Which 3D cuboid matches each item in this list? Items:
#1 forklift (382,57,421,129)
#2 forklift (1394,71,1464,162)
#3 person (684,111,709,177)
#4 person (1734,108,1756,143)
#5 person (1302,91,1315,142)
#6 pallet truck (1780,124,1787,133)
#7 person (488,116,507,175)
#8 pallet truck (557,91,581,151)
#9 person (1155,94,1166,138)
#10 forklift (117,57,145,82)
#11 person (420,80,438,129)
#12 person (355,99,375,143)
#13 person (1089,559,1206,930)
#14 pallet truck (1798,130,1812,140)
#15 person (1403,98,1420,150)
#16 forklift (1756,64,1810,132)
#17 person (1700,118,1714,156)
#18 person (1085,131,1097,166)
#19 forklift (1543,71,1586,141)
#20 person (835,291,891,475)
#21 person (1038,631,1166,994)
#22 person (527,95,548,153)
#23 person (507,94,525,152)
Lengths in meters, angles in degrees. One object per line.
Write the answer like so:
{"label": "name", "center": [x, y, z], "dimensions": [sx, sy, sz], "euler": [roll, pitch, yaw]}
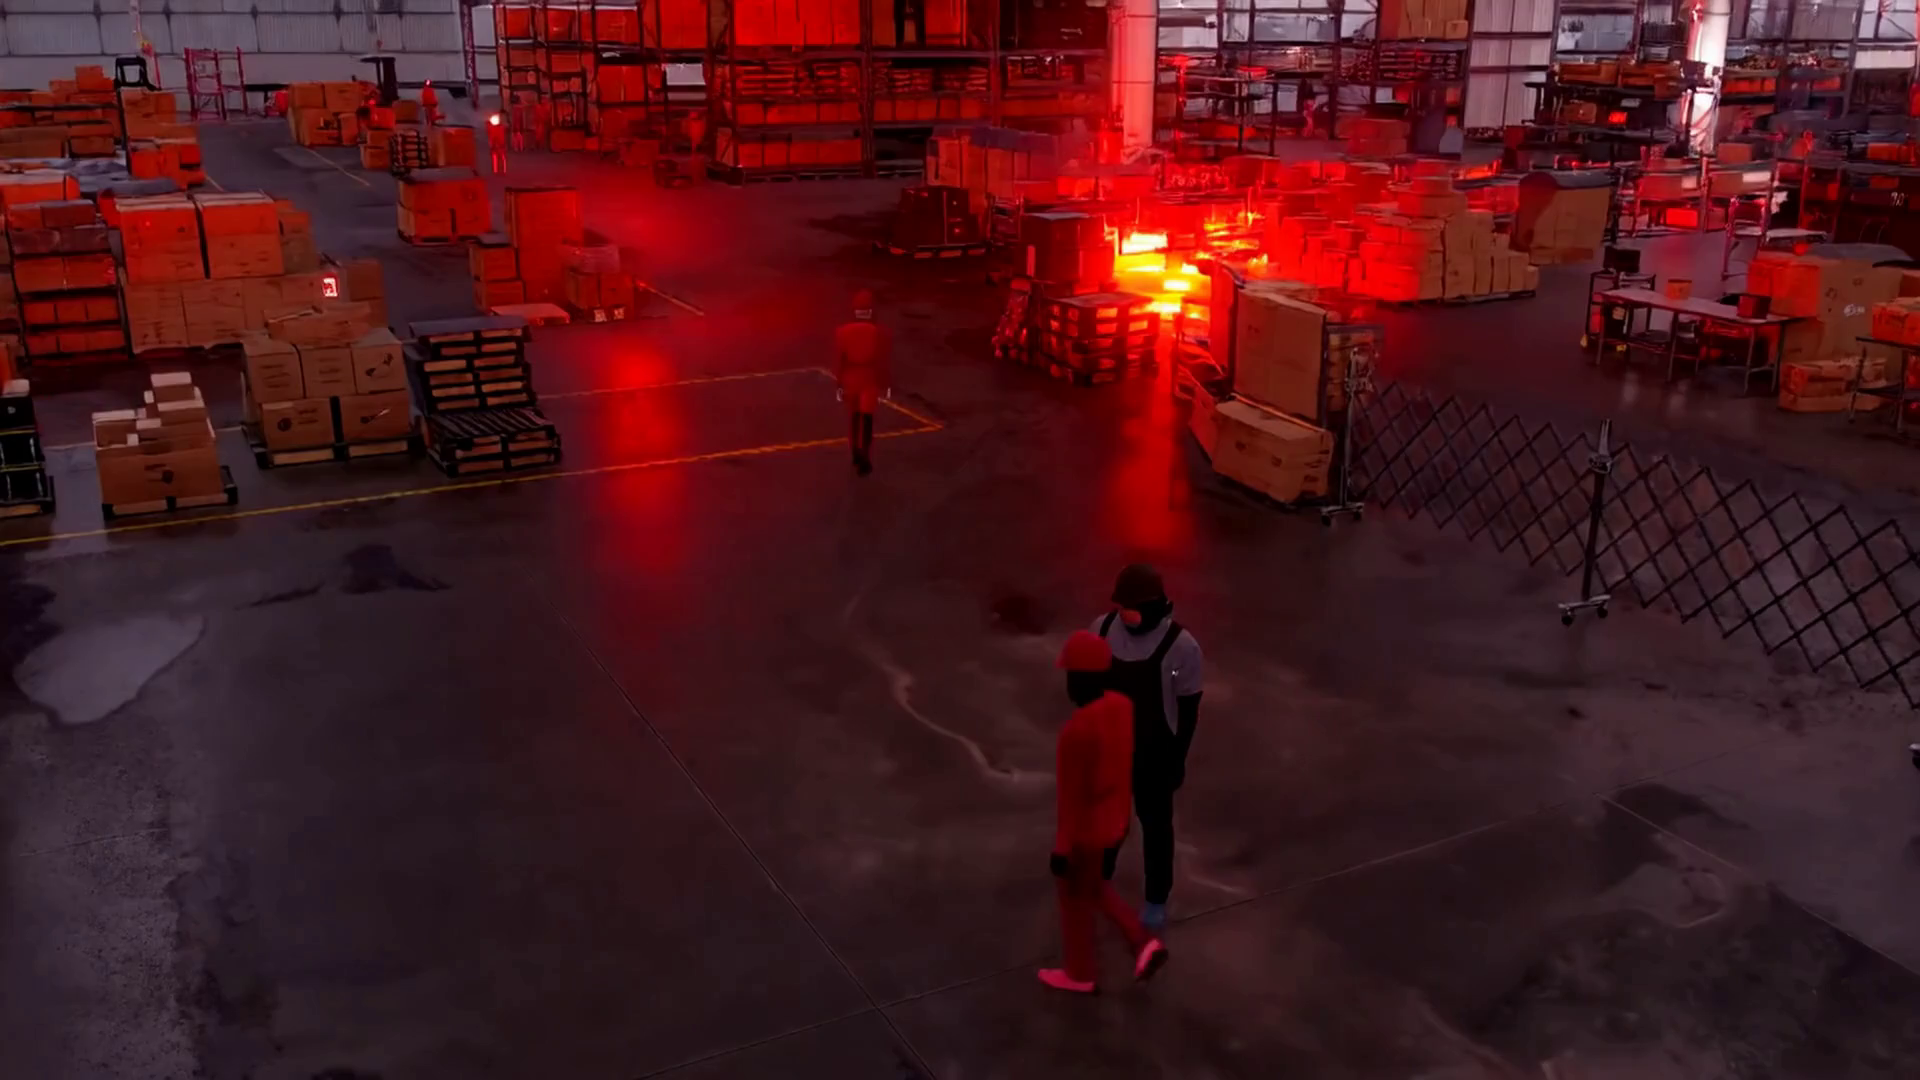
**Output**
{"label": "forklift", "center": [-22.968, -18.093, 67.240], "dimensions": [1.873, 2.768, 1.129], "euler": [-2, 18, -6]}
{"label": "forklift", "center": [14.939, -13.381, 52.552], "dimensions": [1.873, 2.768, 1.129], "euler": [-9, 20, -26]}
{"label": "person", "center": [-7.571, -11.475, 48.211], "dimensions": [0.976, 1.895, 0.559], "euler": [-14, 22, -36]}
{"label": "person", "center": [23.206, -11.796, 49.204], "dimensions": [0.615, 1.904, 0.968], "euler": [-2, 18, -7]}
{"label": "person", "center": [12.789, -15.514, 60.895], "dimensions": [0.507, 1.826, 0.580], "euler": [-10, 20, -29]}
{"label": "pallet truck", "center": [25.206, -12.542, 52.601], "dimensions": [1.601, 1.201, 0.680], "euler": [0, 18, -2]}
{"label": "person", "center": [-13.608, -11.615, 48.952], "dimensions": [0.535, 1.697, 0.318], "euler": [-9, 20, -27]}
{"label": "pallet truck", "center": [-13.495, -14.412, 57.188], "dimensions": [0.823, 1.965, 1.885], "euler": [-3, 18, -9]}
{"label": "person", "center": [7.533, -16.051, 62.924], "dimensions": [0.505, 1.605, 0.761], "euler": [-13, 22, -35]}
{"label": "forklift", "center": [-33.534, -18.200, 67.575], "dimensions": [1.129, 2.768, 1.873], "euler": [-9, 20, -26]}
{"label": "person", "center": [-21.531, -17.658, 67.399], "dimensions": [0.610, 1.950, 1.003], "euler": [-11, 21, -31]}
{"label": "person", "center": [-19.421, -13.437, 54.313], "dimensions": [0.598, 1.901, 0.778], "euler": [1, 18, 2]}
{"label": "person", "center": [0.909, 1.079, 8.824], "dimensions": [0.683, 2.000, 0.538], "euler": [11, 21, 30]}
{"label": "pallet truck", "center": [25.526, -11.556, 49.408], "dimensions": [1.630, 1.274, 0.653], "euler": [-9, 20, -26]}
{"label": "person", "center": [15.004, -13.688, 55.082], "dimensions": [0.644, 1.904, 0.399], "euler": [4, 18, 14]}
{"label": "forklift", "center": [29.221, -15.286, 58.491], "dimensions": [1.129, 2.768, 1.873], "euler": [-7, 19, -22]}
{"label": "person", "center": [21.674, -11.427, 48.421], "dimensions": [0.862, 1.644, 0.547], "euler": [4, 18, 14]}
{"label": "person", "center": [3.540, -9.850, 43.491], "dimensions": [0.749, 1.666, 0.541], "euler": [13, 22, 34]}
{"label": "forklift", "center": [18.685, -13.231, 52.085], "dimensions": [1.873, 2.768, 1.129], "euler": [-9, 20, -26]}
{"label": "person", "center": [-1.006, -1.670, 17.583], "dimensions": [0.582, 1.914, 0.649], "euler": [3, 18, 8]}
{"label": "person", "center": [0.681, 1.376, 8.119], "dimensions": [0.557, 1.902, 0.593], "euler": [10, 20, 28]}
{"label": "person", "center": [-14.209, -13.980, 55.991], "dimensions": [0.494, 1.913, 0.624], "euler": [15, 23, 38]}
{"label": "person", "center": [-15.167, -14.255, 56.828], "dimensions": [0.643, 1.929, 0.825], "euler": [-1, 18, -5]}
